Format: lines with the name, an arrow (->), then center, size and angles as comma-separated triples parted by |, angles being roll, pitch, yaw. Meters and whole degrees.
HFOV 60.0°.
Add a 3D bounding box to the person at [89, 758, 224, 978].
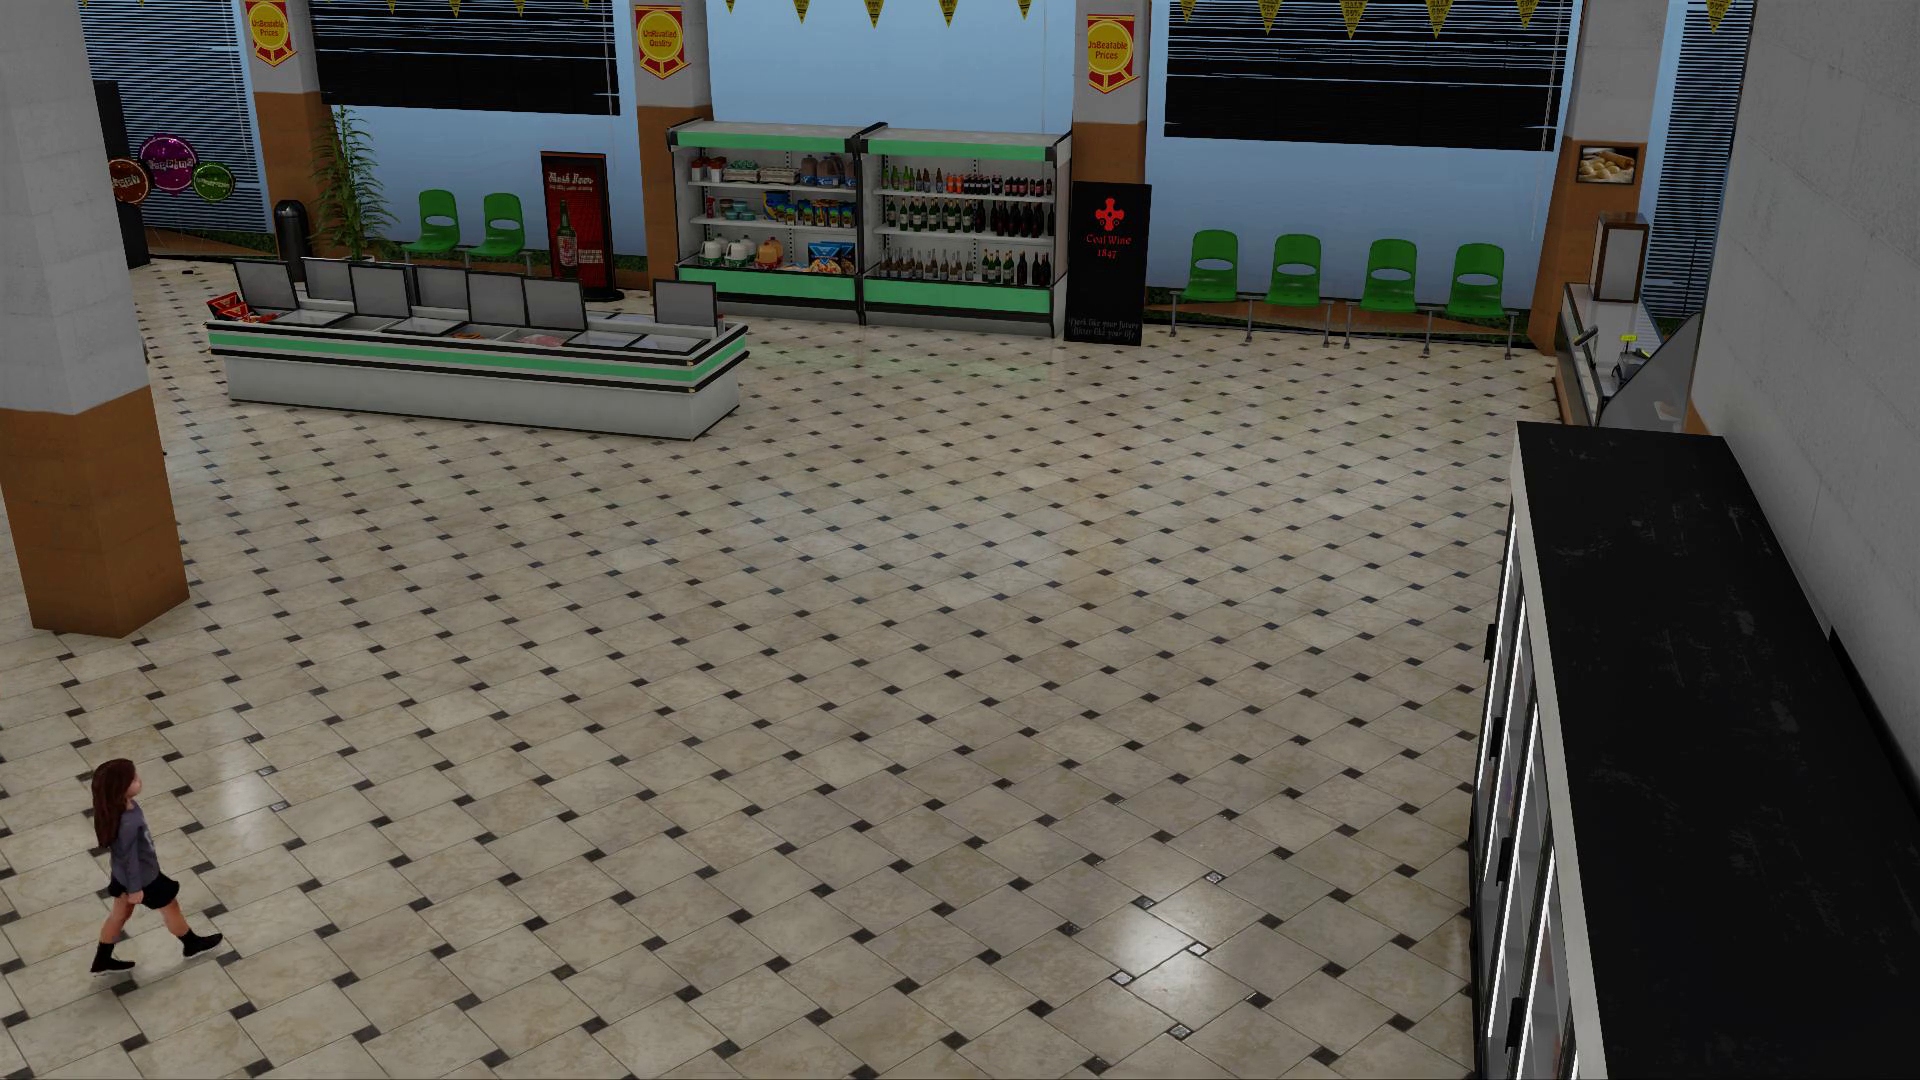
person -> -3.777, 1.494, 7.491 | 0.815, 1.082, 0.785 | -14, 26, -31
